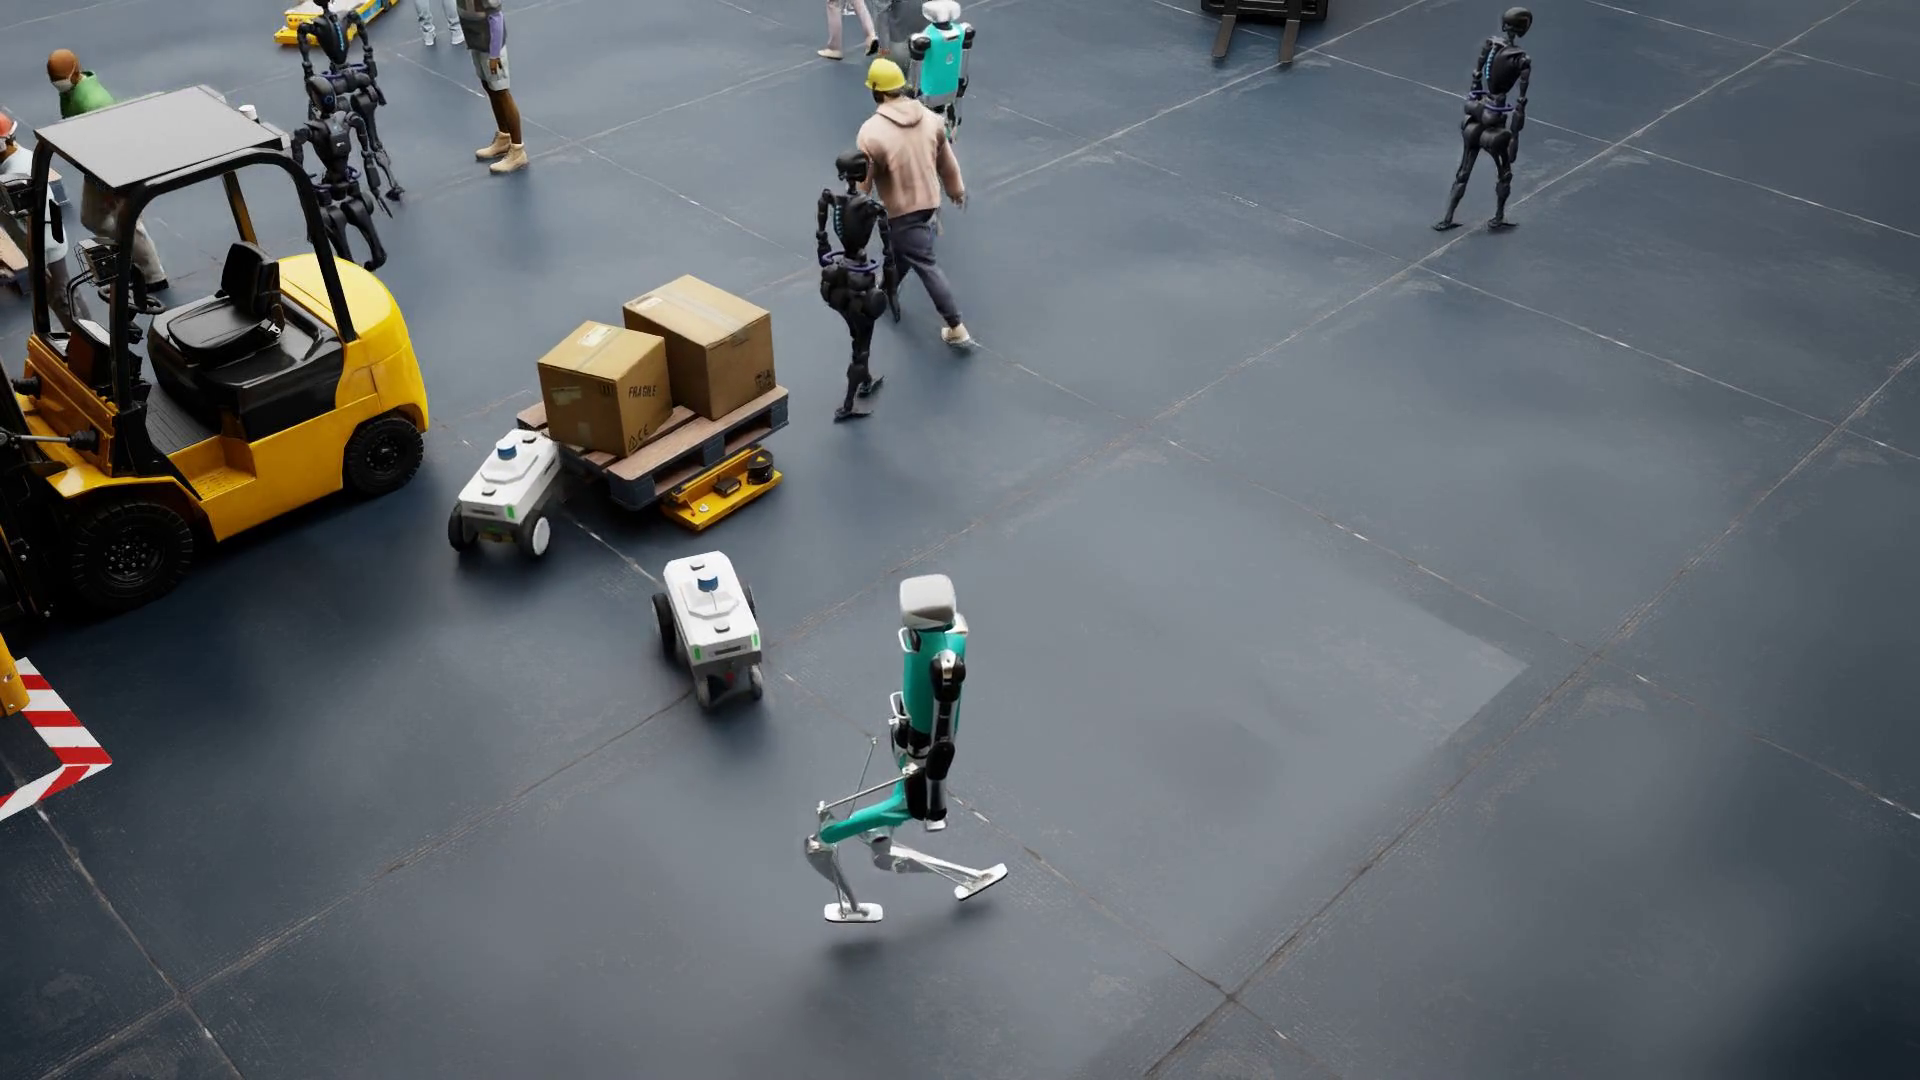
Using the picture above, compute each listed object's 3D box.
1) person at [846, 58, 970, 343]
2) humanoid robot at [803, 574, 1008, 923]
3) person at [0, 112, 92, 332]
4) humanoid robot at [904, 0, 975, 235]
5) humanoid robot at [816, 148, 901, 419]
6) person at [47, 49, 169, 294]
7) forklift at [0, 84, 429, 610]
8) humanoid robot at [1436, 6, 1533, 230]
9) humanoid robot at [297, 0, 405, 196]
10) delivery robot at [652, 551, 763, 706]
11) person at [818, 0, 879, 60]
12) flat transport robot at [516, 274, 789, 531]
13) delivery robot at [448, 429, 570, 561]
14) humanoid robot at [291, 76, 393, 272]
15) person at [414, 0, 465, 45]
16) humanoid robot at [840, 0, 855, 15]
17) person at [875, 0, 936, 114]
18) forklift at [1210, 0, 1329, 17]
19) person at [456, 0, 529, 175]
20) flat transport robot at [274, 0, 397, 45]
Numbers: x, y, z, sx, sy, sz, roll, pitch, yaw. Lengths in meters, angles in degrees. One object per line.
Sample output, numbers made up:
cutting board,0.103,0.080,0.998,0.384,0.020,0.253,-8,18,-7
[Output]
person,-0.282,-2.159,10.636,1.086,1.783,0.717,28,45,32
humanoid robot,-0.297,0.914,6.562,1.024,1.743,0.558,-8,37,-10
person,-5.661,-1.810,10.186,0.352,1.745,0.575,-14,39,-18
humanoid robot,-0.307,-2.975,11.794,0.561,1.820,0.761,-27,45,-32
humanoid robot,-0.616,-1.537,9.884,0.603,1.637,0.615,23,43,28
person,-5.626,-2.402,10.972,0.452,1.755,0.562,-25,44,-30
forklift,-4.145,-1.093,8.856,2.313,2.155,1.214,-31,47,-34
humanoid robot,3.821,-2.998,11.850,0.675,1.636,0.590,-14,39,-18
humanoid robot,-4.550,-3.333,12.326,0.767,1.631,0.600,30,46,34
delivery robot,-1.230,0.395,8.237,0.499,0.603,0.807,-12,39,-16
person,-0.998,-5.051,14.519,0.537,1.753,0.508,-28,45,-32
flat transport robot,-1.768,-0.528,9.703,1.431,0.231,0.659,27,45,32
delivery robot,-2.450,-0.280,9.126,0.499,0.587,0.788,7,37,10
humanoid robot,-4.045,-2.215,10.783,0.445,1.641,0.586,26,44,30
person,-4.794,-5.379,14.823,0.589,1.916,0.399,-1,37,-1
humanoid robot,-1.117,-5.723,15.481,0.752,1.830,0.541,7,37,10
person,-0.344,-3.879,12.850,0.640,1.881,1.041,-12,39,-16
forklift,3.106,-6.400,15.960,1.214,2.155,2.313,8,37,10
person,-3.626,-3.785,12.585,0.389,2.040,0.602,-19,41,-24
flat transport robot,-5.852,-5.005,15.697,0.659,0.231,1.431,4,37,6
